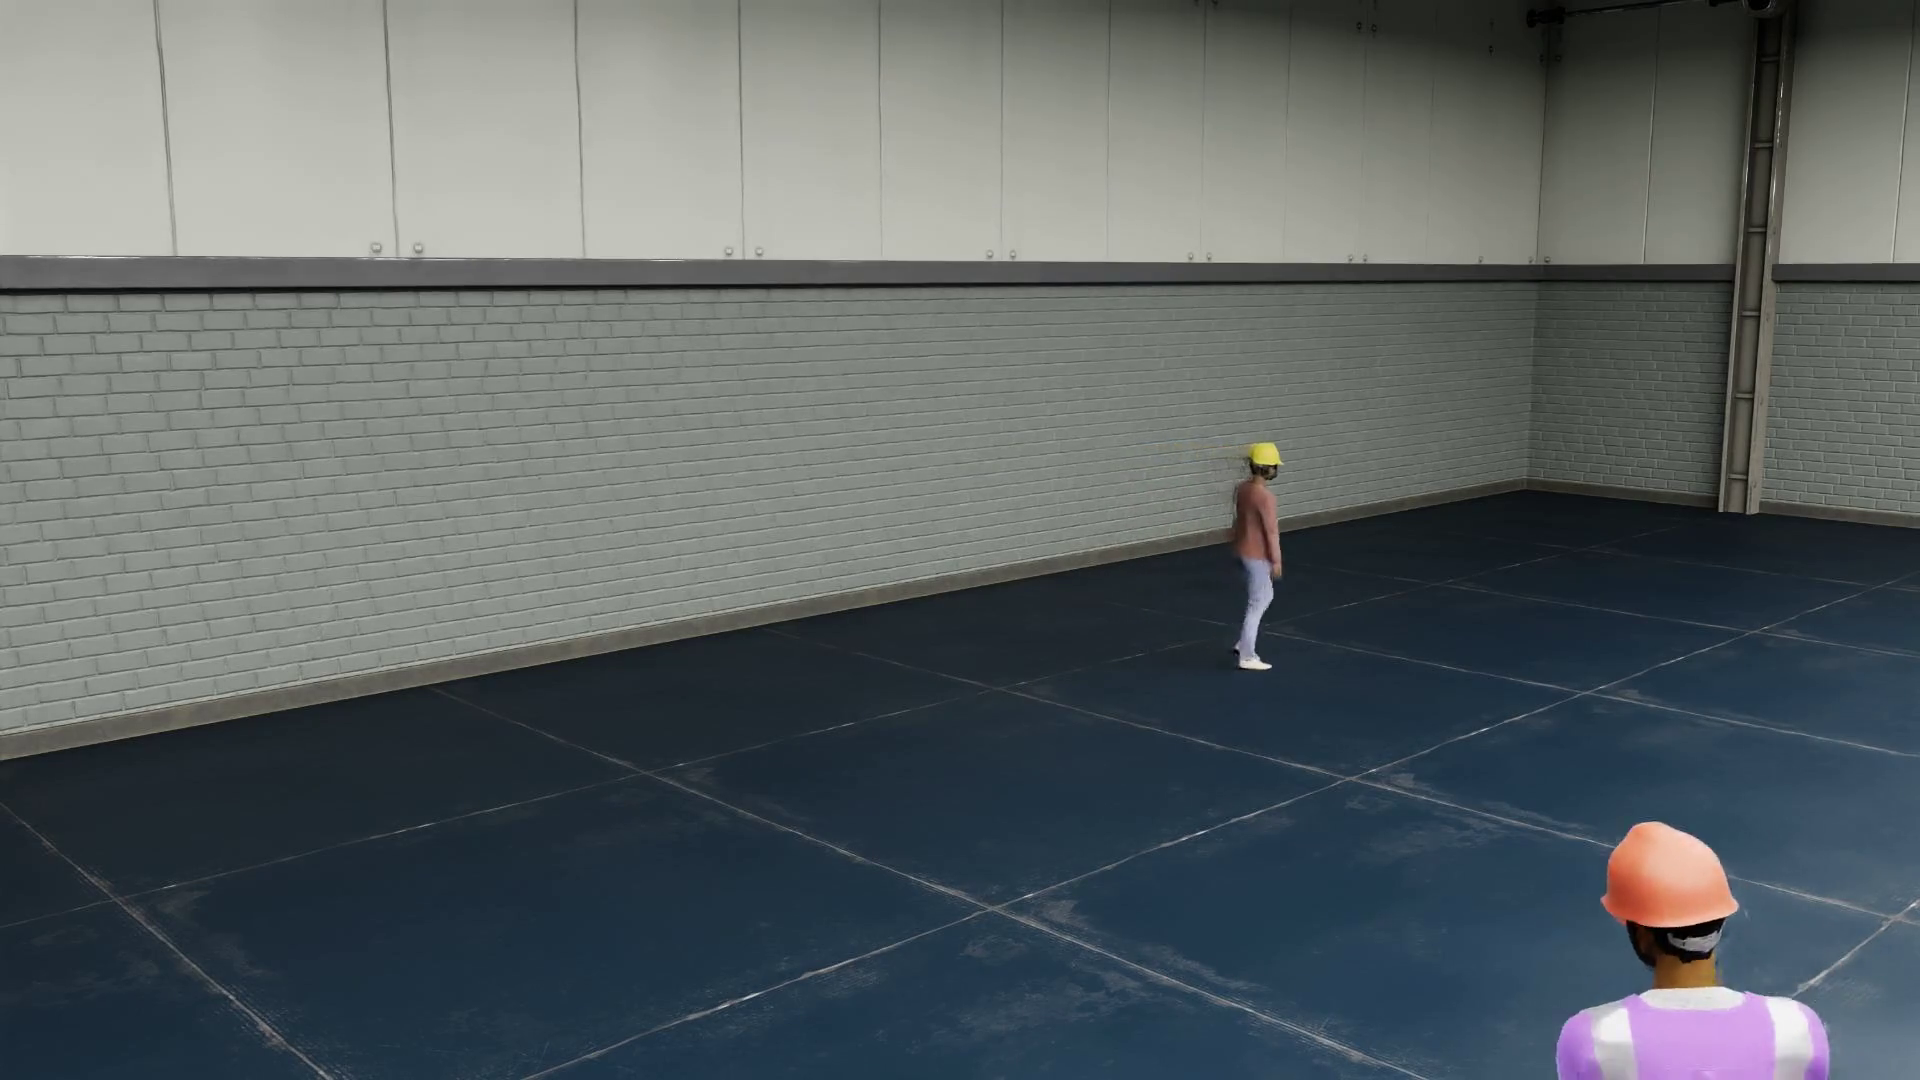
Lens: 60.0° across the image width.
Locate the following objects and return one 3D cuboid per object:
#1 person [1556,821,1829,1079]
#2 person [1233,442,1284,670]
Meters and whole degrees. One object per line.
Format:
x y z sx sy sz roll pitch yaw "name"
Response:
1.501 1.545 3.428 0.559 1.903 0.862 2 9 12 "person"
2.281 0.131 12.653 0.391 1.750 0.544 -2 9 -14 "person"
